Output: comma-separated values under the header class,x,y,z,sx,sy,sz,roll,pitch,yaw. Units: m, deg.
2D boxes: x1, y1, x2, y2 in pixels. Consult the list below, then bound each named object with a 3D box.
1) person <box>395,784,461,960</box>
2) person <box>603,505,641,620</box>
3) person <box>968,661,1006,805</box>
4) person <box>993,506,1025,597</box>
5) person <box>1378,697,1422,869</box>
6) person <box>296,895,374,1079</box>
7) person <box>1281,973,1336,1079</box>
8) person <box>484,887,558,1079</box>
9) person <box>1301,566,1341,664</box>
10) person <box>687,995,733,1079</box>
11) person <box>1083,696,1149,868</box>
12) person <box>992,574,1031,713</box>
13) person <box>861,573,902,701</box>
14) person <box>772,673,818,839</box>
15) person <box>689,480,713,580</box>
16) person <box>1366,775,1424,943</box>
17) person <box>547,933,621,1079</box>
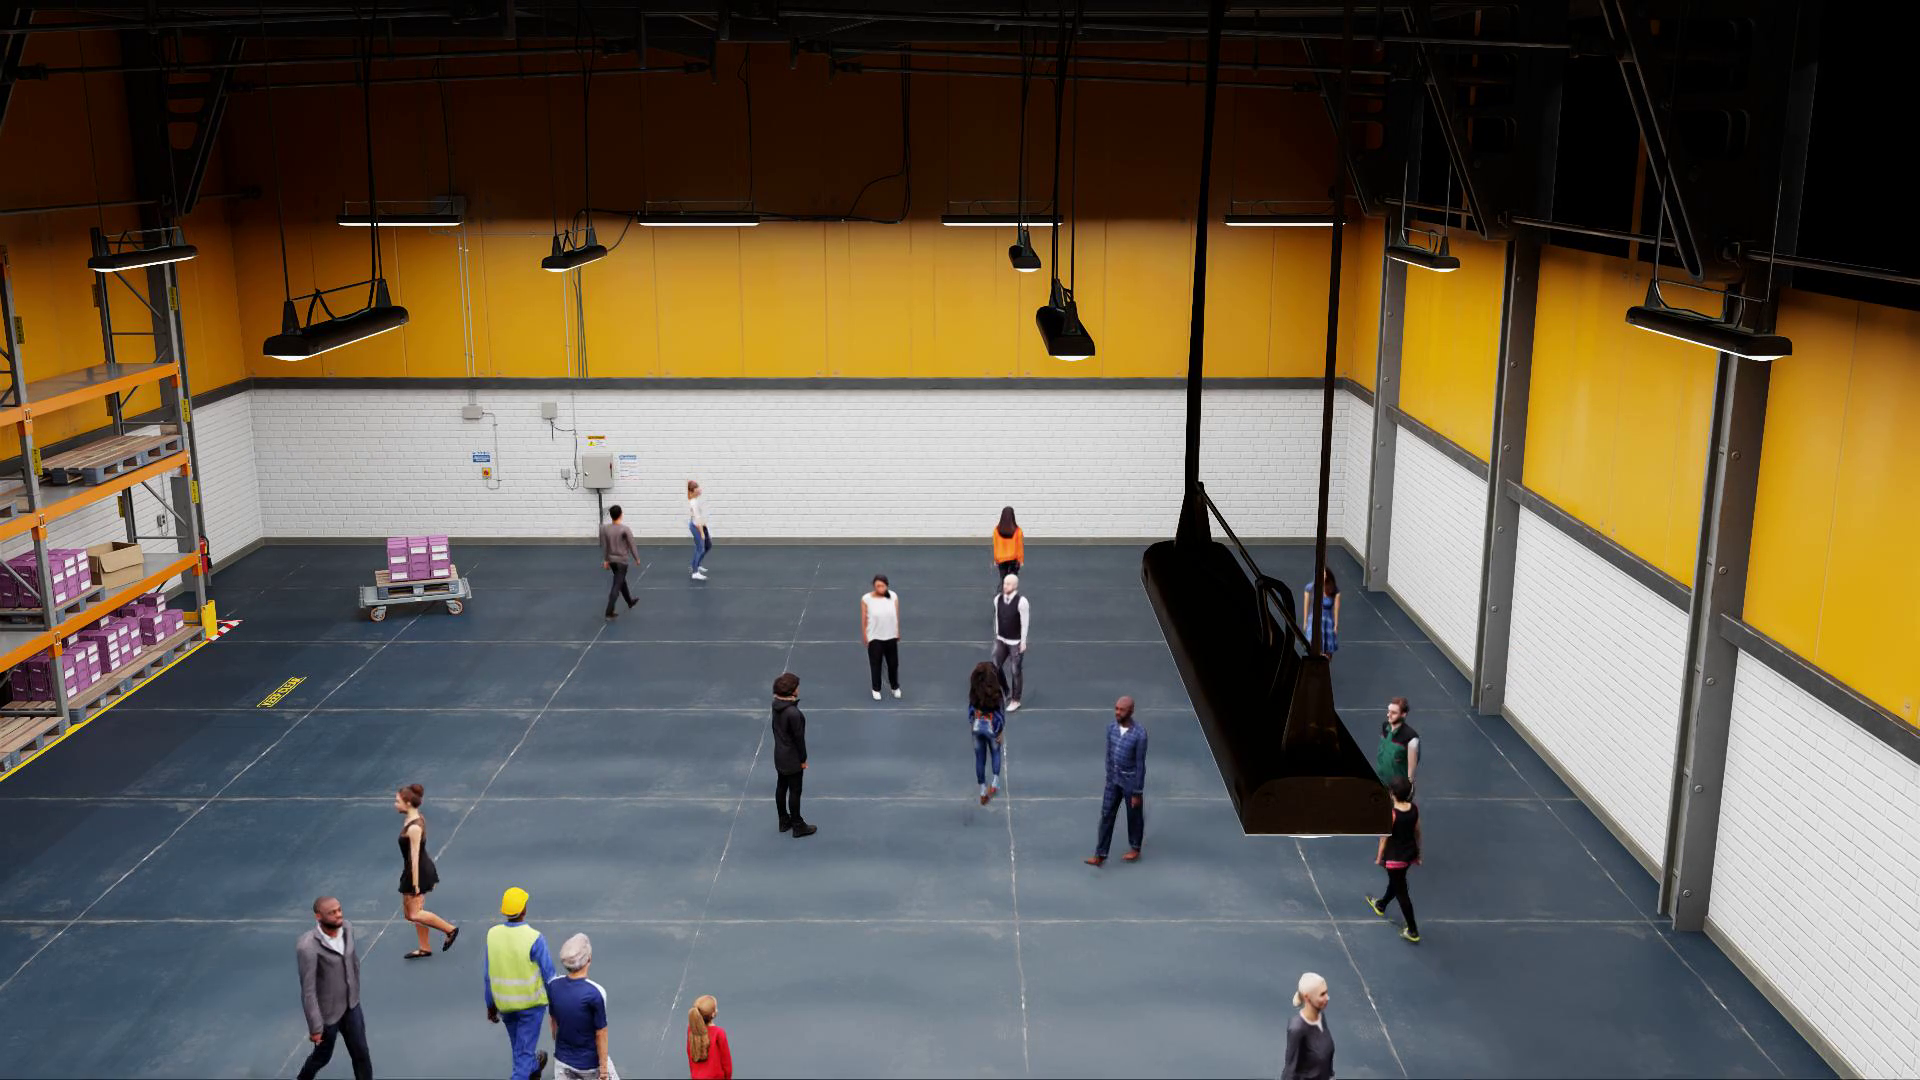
class,x,y,z,sx,sy,sz,roll,pitch,yaw
person,-4.767,2.981,14.866,0.769,1.665,0.747,-4,14,-18
person,-5.283,0.387,25.478,0.972,1.712,1.240,4,14,17
person,0.266,2.145,18.440,0.687,1.607,0.745,3,14,13
person,0.722,0.346,25.590,0.748,1.738,0.797,6,15,23
person,4.462,2.429,16.793,0.841,1.831,0.731,-7,15,-27
person,-4.751,3.507,12.440,1.163,1.783,1.226,8,16,30
person,2.326,3.779,11.531,1.062,1.683,1.095,9,16,32
person,-3.334,3.510,12.439,0.845,1.778,1.175,4,14,15
person,4.764,1.198,21.975,0.792,1.784,1.070,4,14,14
person,-1.809,3.872,11.999,0.568,1.281,0.593,6,15,22
person,1.727,2.431,16.889,1.076,1.782,1.191,11,17,37
person,0.709,1.311,21.451,0.806,1.812,0.827,9,16,31
person,-1.030,1.246,21.985,0.731,1.687,0.717,-4,14,-15
person,-1.804,2.262,17.587,0.800,1.780,0.733,-12,18,-40
person,-4.381,-0.174,27.804,0.783,1.707,0.533,-2,14,-9
person,4.105,2.949,15.311,0.886,1.517,1.062,-8,16,-30
person,-2.708,3.698,11.655,0.903,1.783,1.272,5,14,18
